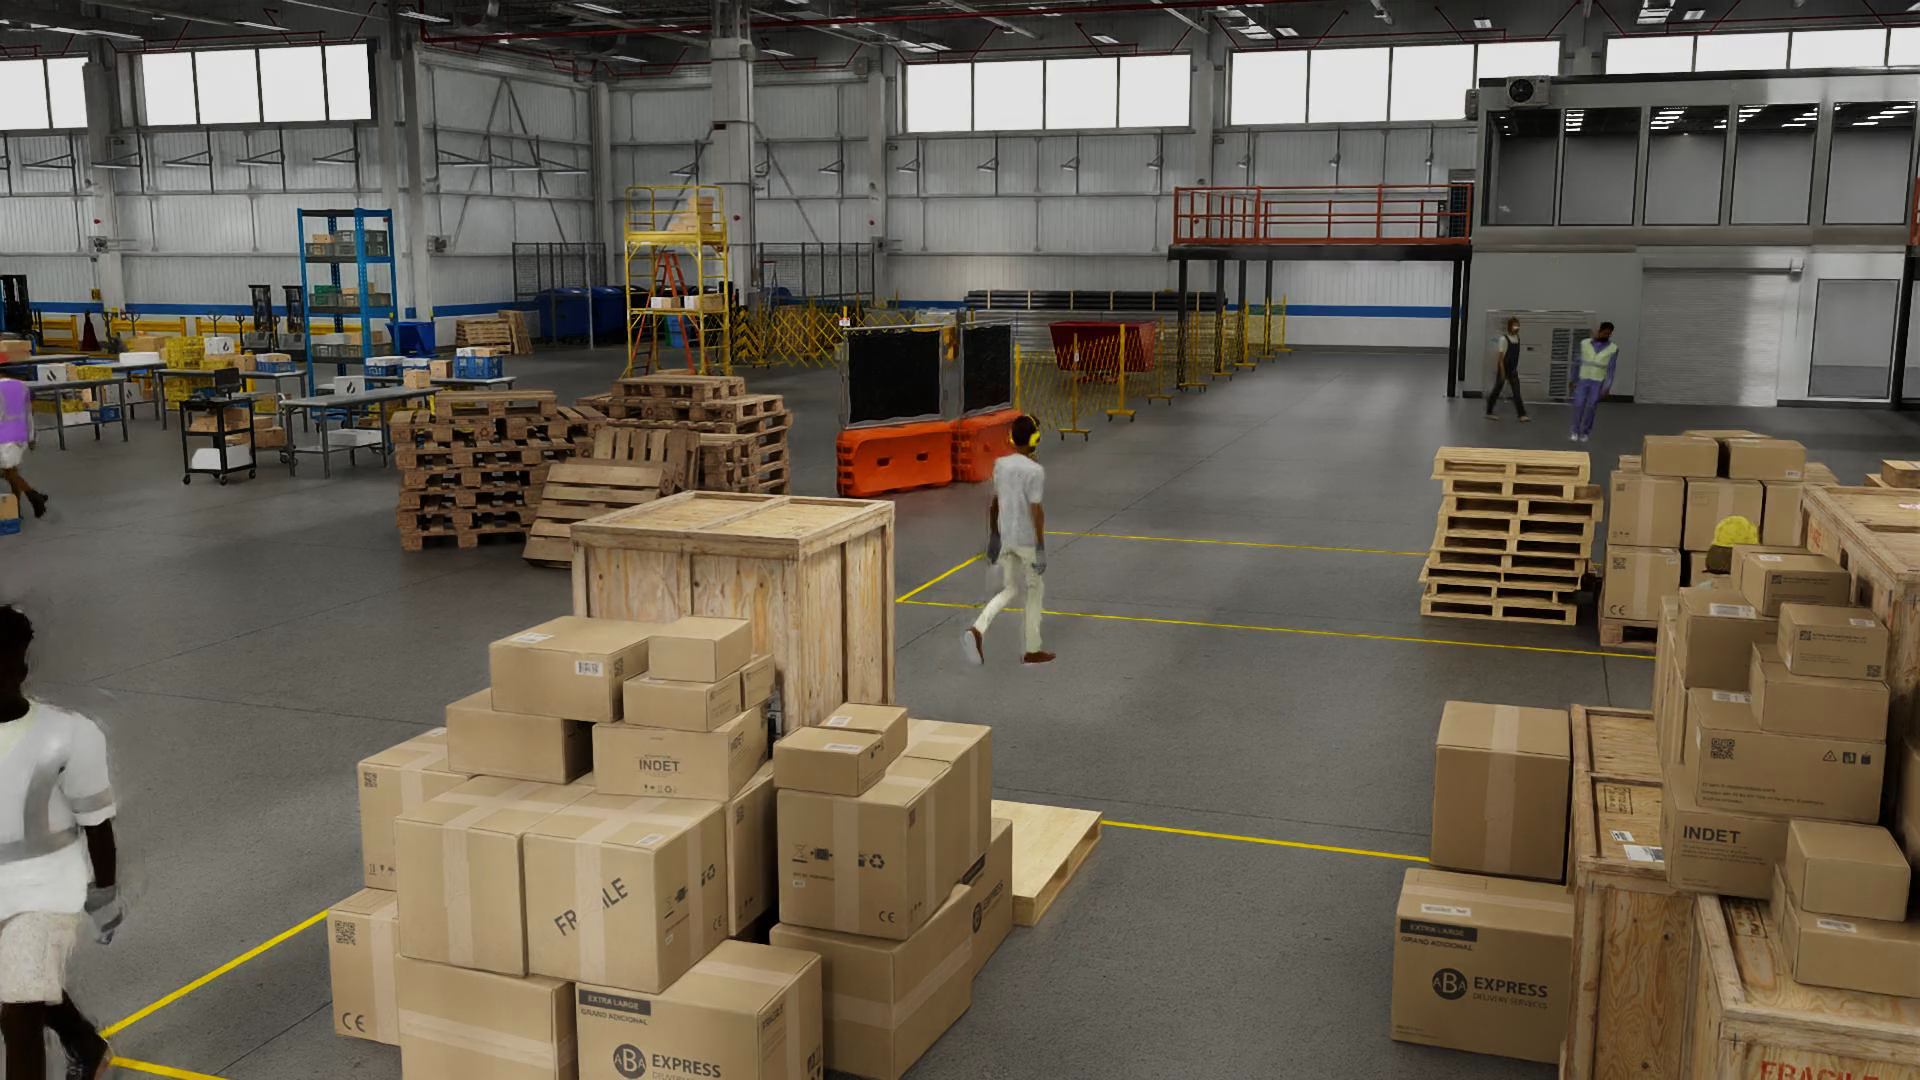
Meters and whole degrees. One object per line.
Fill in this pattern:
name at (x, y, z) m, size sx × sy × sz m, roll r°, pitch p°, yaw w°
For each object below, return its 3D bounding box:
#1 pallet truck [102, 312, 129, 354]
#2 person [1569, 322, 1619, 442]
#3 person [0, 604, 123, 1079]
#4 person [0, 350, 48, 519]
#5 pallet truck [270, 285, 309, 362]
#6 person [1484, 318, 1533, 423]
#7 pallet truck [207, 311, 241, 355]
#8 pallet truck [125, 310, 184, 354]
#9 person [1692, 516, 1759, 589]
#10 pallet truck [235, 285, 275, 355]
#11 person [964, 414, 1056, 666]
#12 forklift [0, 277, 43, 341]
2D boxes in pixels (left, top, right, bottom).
pallet truck at (-23.057, -5.777, 46.261) m, size 0.680 × 1.201 × 1.601 m, roll 3°, pitch 11°, yaw 19°
person at (9.721, -2.420, 25.569) m, size 0.689 × 1.858 × 0.660 m, roll 4°, pitch 11°, yaw 23°
person at (-3.073, 1.129, 5.450) m, size 0.615 × 1.928 × 1.013 m, roll 0°, pitch 10°, yaw 3°
person at (-10.370, -1.141, 18.245) m, size 0.742 × 1.910 × 0.554 m, roll 3°, pitch 11°, yaw 17°
pallet truck at (-17.147, -5.700, 43.663) m, size 0.823 × 1.965 × 1.885 m, roll 3°, pitch 11°, yaw 17°
person at (9.419, -2.914, 28.574) m, size 0.528 × 1.789 × 0.981 m, roll -5°, pitch 11°, yaw -28°
pallet truck at (-19.537, -5.575, 44.913) m, size 0.653 × 1.274 × 1.630 m, roll 3°, pitch 11°, yaw 19°
pallet truck at (-22.038, -5.665, 45.457) m, size 0.704 × 1.261 × 1.522 m, roll 3°, pitch 11°, yaw 17°
person at (3.737, 0.745, 8.113) m, size 0.493 × 1.734 × 0.340 m, roll 1°, pitch 10°, yaw 3°
pallet truck at (-18.327, -5.835, 44.421) m, size 0.823 × 1.965 × 1.885 m, roll 4°, pitch 11°, yaw 23°
person at (0.378, 0.025, 11.887) m, size 0.732 × 1.840 × 0.520 m, roll -10°, pitch 14°, yaw -43°
forklift at (-27.151, -6.329, 46.328) m, size 1.157 × 1.987 × 2.680 m, roll 3°, pitch 11°, yaw 17°
